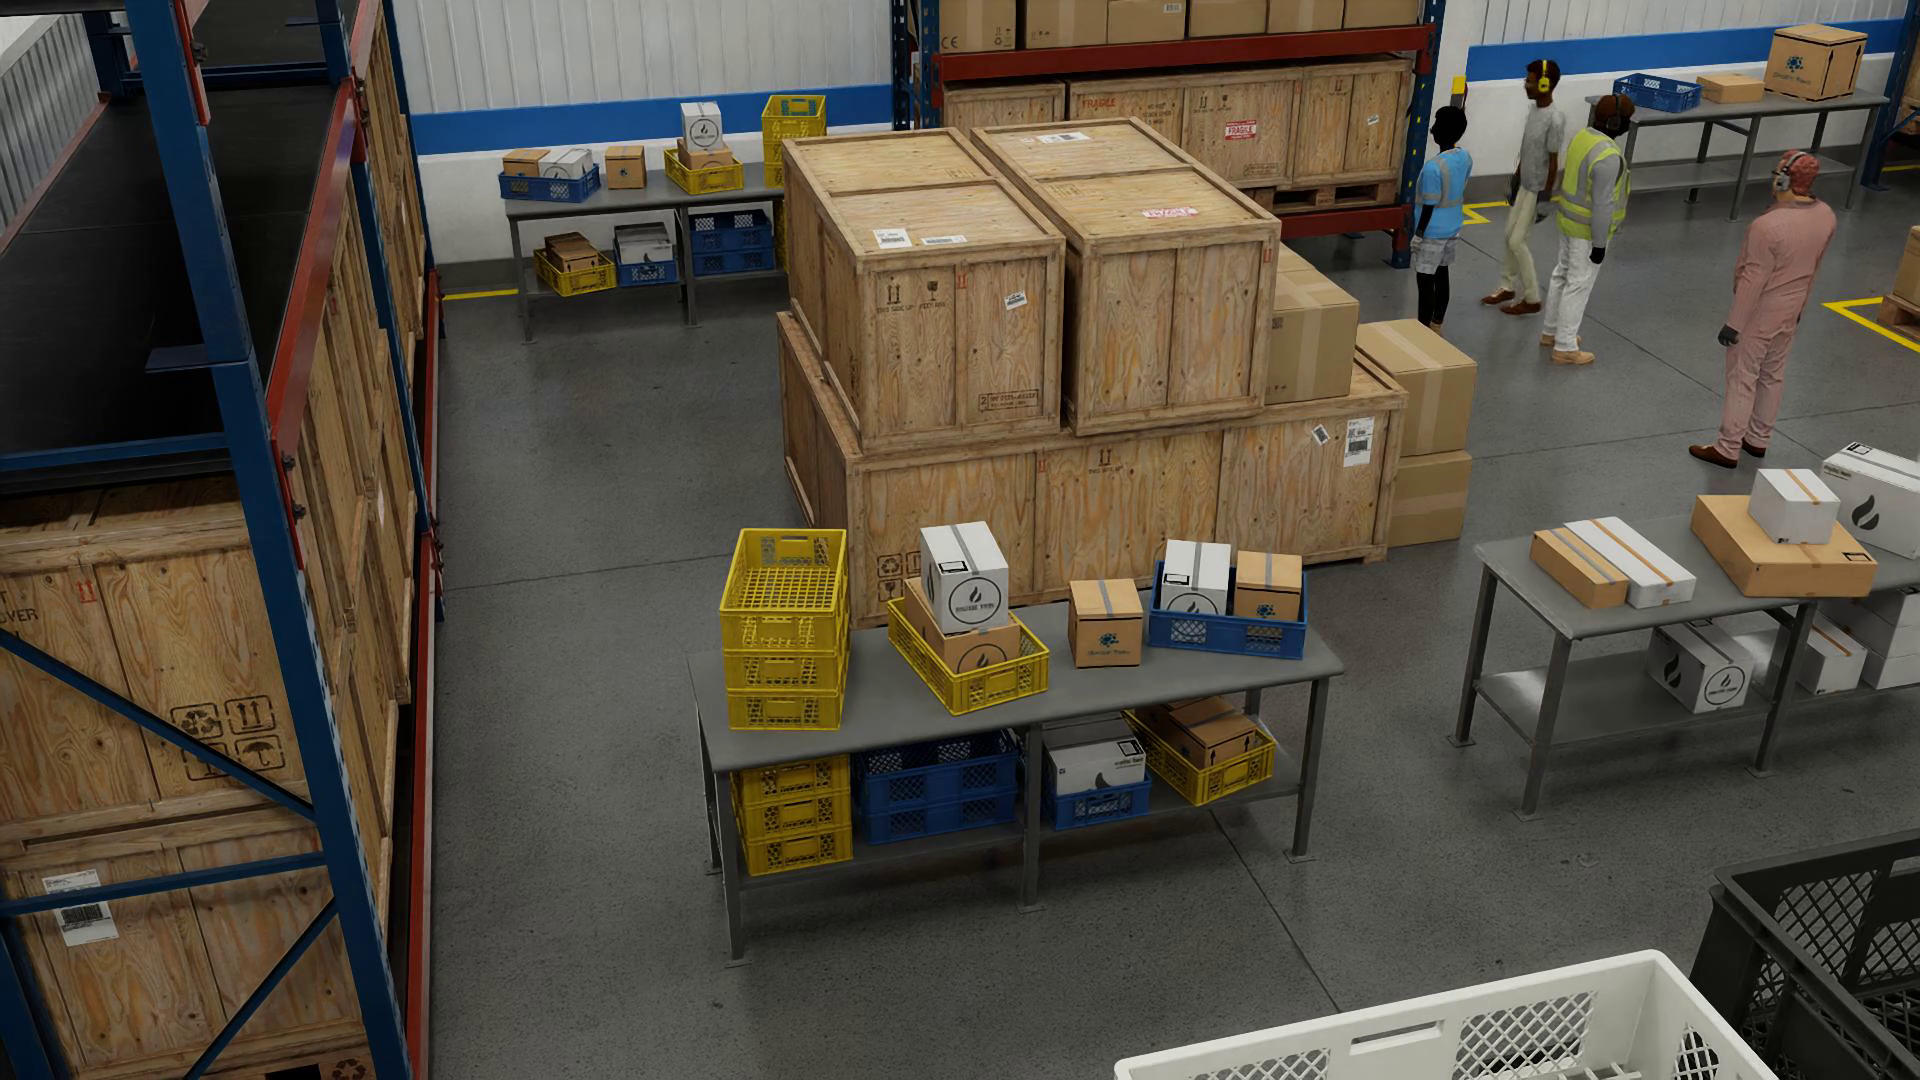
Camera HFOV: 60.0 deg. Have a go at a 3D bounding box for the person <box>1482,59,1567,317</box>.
[{"bbox_3d":[4.137,-2.543,12.089,0.371,1.843,0.547,-1,29,-2],"label":"person"}]

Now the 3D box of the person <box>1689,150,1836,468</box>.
[{"bbox_3d":[4.762,-1.361,9.875,0.651,1.906,0.403,-15,32,-26],"label":"person"}]

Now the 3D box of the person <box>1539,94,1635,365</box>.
[{"bbox_3d":[4.280,-2.113,11.318,0.429,1.835,0.629,0,29,0],"label":"person"}]

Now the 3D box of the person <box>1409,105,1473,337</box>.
[{"bbox_3d":[3.295,-2.154,11.530,0.317,1.696,0.538,23,36,35],"label":"person"}]
